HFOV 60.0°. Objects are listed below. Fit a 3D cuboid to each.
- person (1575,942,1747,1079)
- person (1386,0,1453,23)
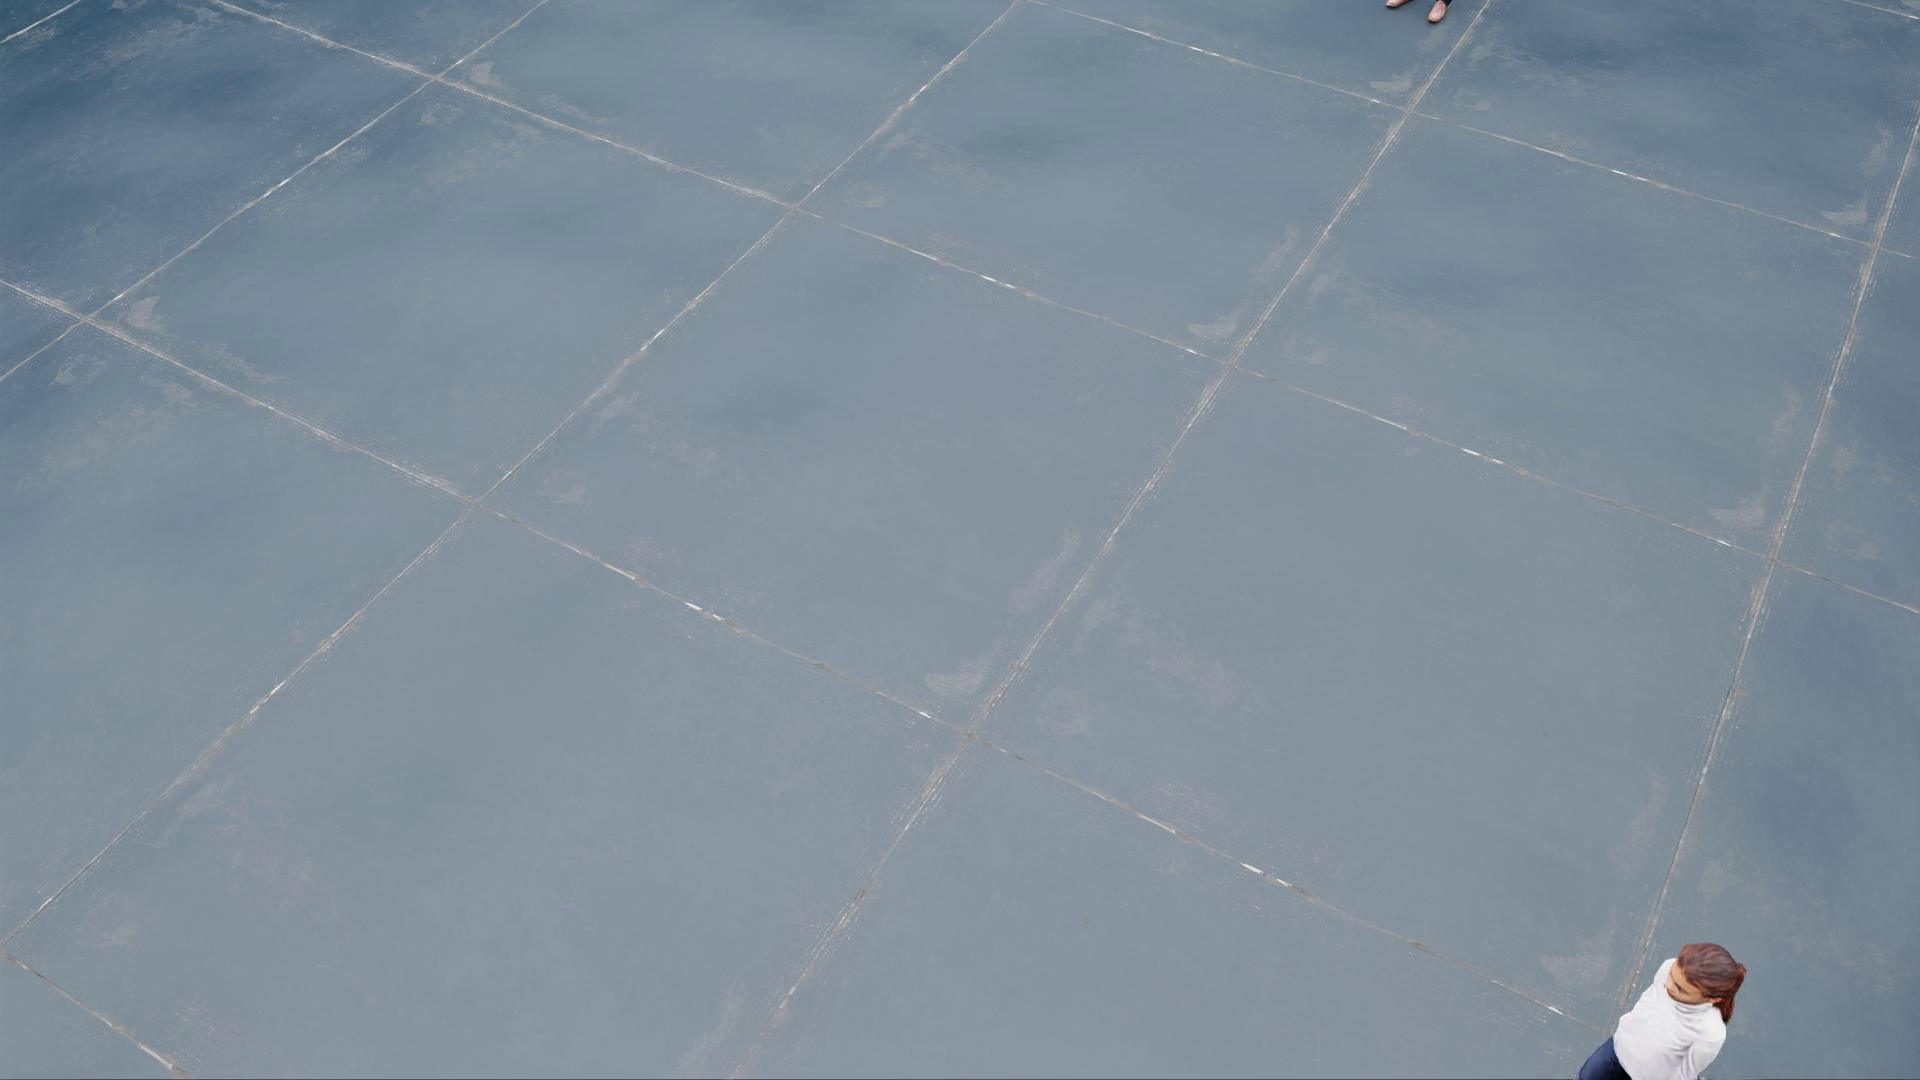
[{"bbox_3d":[2.499,1.825,5.828,0.810,1.546,0.750,-11,48,-10],"label":"person"},{"bbox_3d":[3.391,-4.518,11.485,0.539,1.849,0.768,30,54,25],"label":"person"}]
